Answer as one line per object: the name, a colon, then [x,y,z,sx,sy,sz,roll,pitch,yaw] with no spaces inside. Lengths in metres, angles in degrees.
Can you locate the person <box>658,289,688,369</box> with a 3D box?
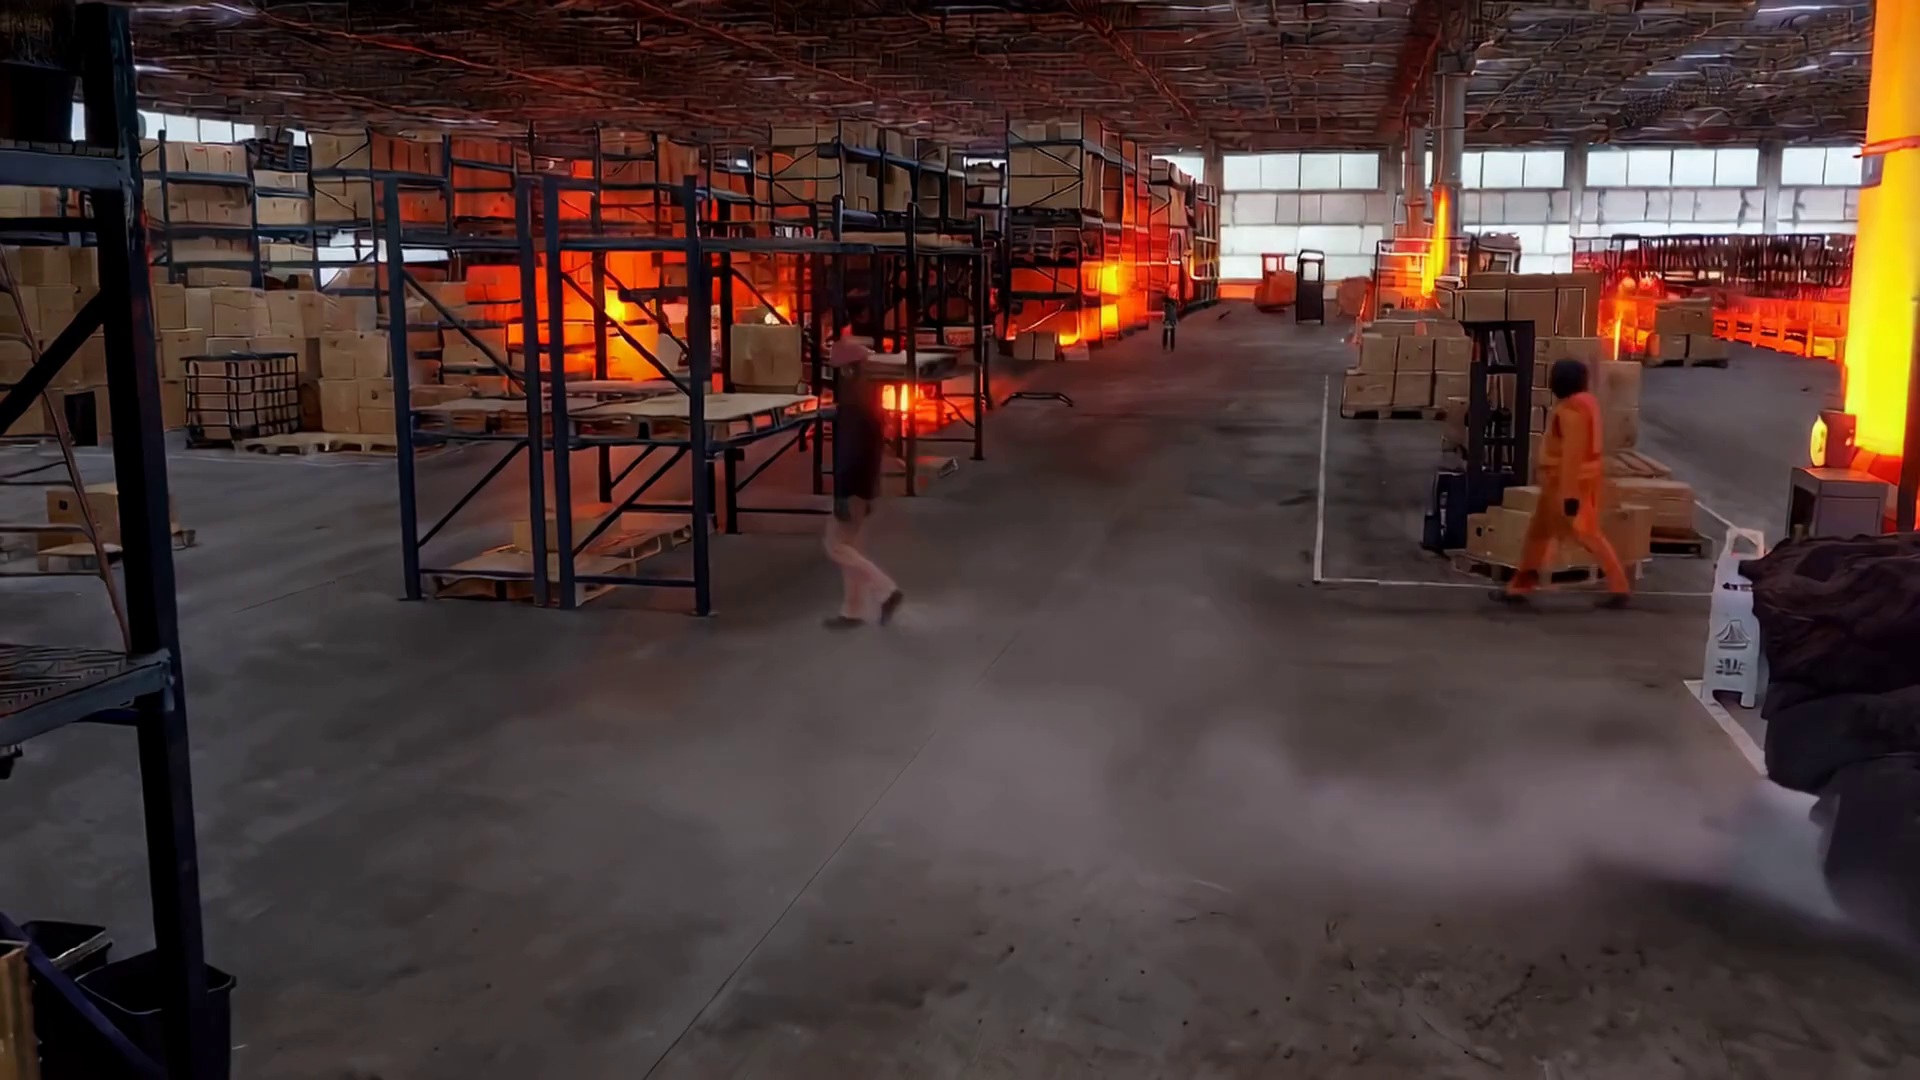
person: [-5.698,-3.962,32.645,0.932,1.881,0.596,7,12,36]

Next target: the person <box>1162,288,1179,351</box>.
person: [5.709,-5.979,45.122,0.531,1.692,0.320,-4,10,-22]

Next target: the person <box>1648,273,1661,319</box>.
person: [27.224,-9.492,65.168,0.405,1.947,0.607,-4,10,-22]

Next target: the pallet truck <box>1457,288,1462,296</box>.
pallet truck: [20.506,-9.785,68.819,0.653,1.274,1.630,2,10,12]

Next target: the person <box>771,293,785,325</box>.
person: [-4.246,-4.921,38.840,0.317,1.697,0.540,0,10,2]

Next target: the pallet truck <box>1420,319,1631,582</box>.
pallet truck: [4.543,-0.757,13.299,0.823,1.965,1.885,-4,10,-22]

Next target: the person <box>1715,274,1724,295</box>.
person: [36.859,-12.014,80.650,0.985,1.780,0.585,8,12,40]

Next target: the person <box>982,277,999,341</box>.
person: [0.917,-7.006,50.512,0.543,1.928,0.373,2,10,11]

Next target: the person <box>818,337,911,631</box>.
person: [-0.656,-0.342,10.909,0.573,1.964,0.644,2,10,14]

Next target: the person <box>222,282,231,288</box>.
person: [-19.115,-5.810,43.554,1.007,1.882,0.653,3,10,18]

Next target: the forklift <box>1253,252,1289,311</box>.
forklift: [14.764,-12.271,78.870,1.129,2.768,1.873,-2,10,-12]

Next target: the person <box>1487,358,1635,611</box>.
person: [4.320,-0.385,11.744,0.982,1.792,0.637,7,12,34]

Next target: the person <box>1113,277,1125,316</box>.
person: [5.739,-8.579,60.067,1.014,1.852,0.636,2,10,11]

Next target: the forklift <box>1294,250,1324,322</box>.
forklift: [13.778,-10.002,65.433,1.129,2.768,1.873,2,10,12]

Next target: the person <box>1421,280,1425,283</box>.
person: [18.514,-9.684,67.150,0.810,1.660,0.550,6,11,31]

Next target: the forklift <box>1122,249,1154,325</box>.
forklift: [6.171,-9.289,61.211,1.873,2.768,1.129,2,10,12]

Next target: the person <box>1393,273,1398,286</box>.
person: [23.067,-13.268,88.187,0.482,1.736,0.348,-7,12,-37]

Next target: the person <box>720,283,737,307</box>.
person: [-5.823,-5.481,41.575,0.635,1.890,0.662,2,10,13]

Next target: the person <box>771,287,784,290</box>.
person: [-8.399,-11.381,76.132,0.631,2.023,0.463,1,10,6]
